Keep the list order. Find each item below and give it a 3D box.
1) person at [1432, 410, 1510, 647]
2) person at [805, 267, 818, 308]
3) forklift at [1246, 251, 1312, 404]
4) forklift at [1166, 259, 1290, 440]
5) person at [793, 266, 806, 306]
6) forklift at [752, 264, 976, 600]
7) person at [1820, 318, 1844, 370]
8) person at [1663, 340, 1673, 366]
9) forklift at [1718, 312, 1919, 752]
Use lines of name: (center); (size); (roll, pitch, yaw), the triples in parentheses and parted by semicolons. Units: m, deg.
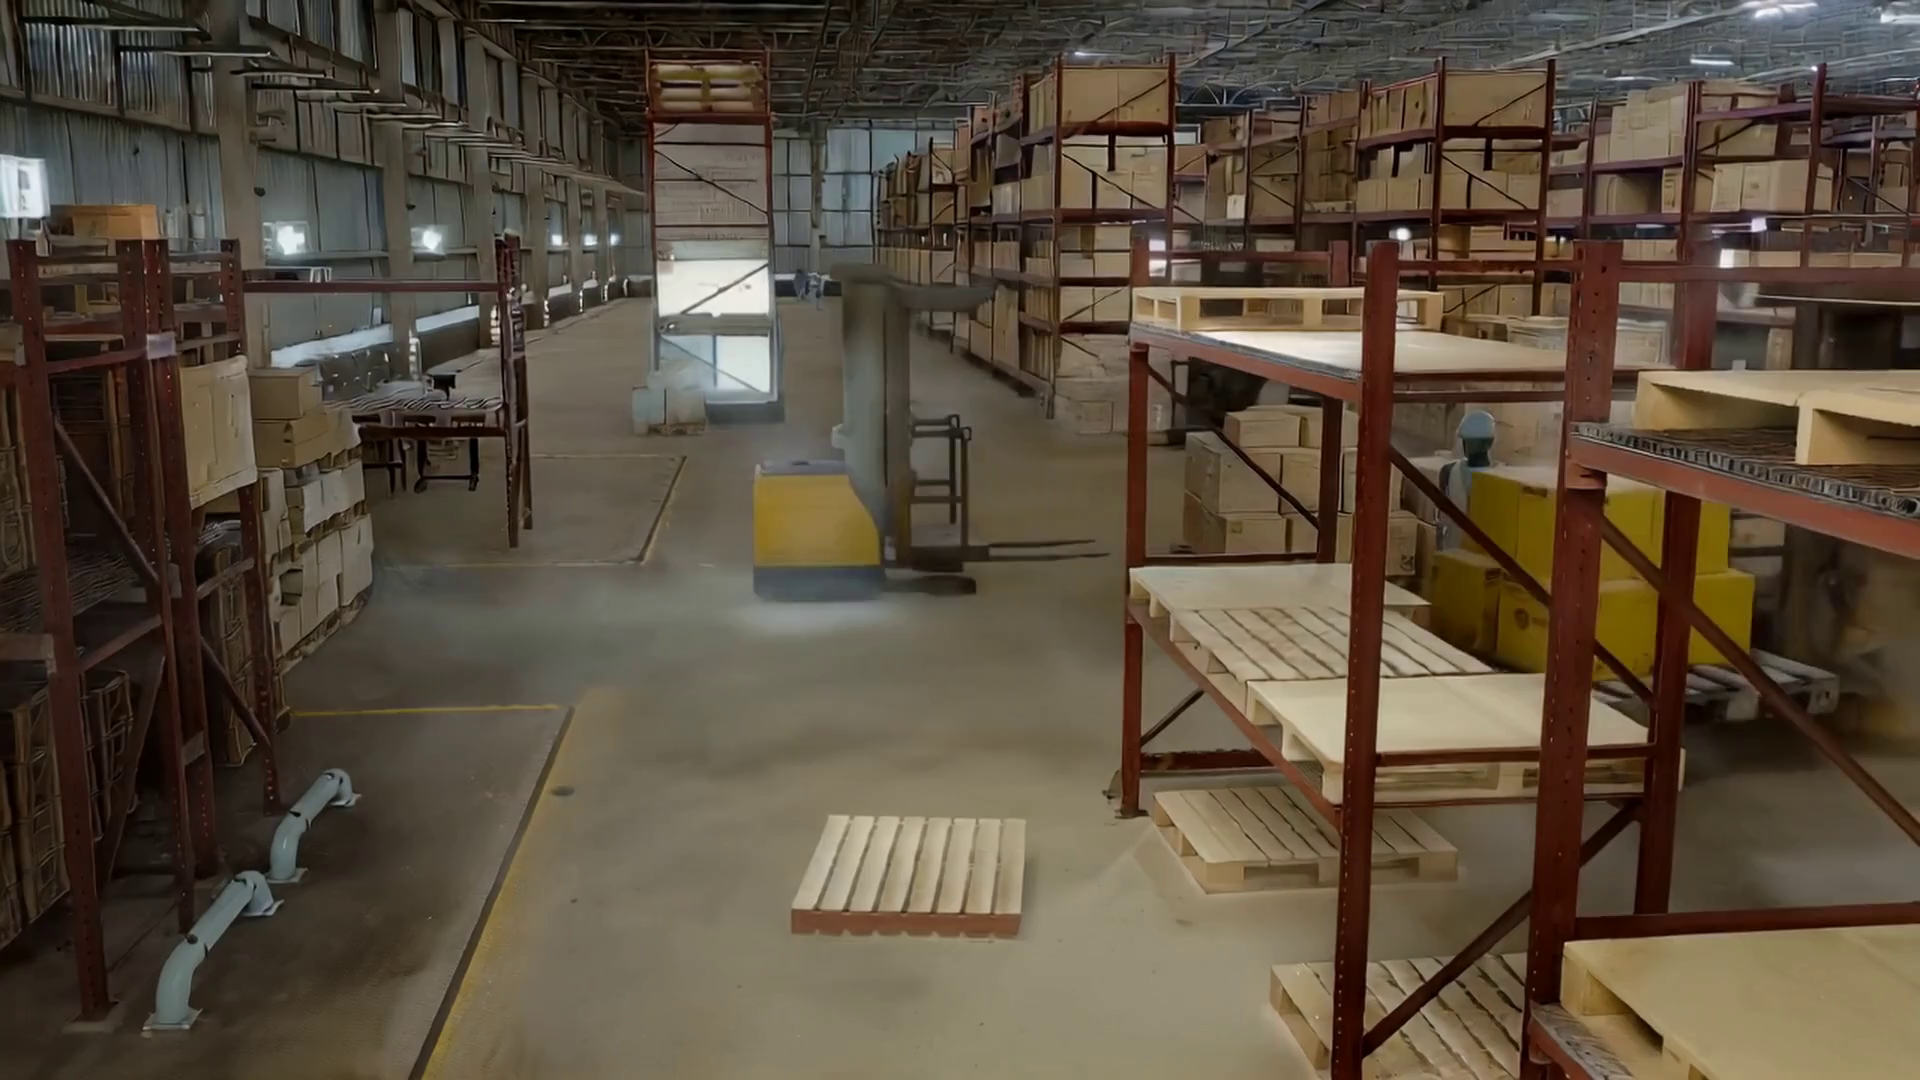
person: (3.353, 0.115, 10.912); (0.550, 1.937, 0.360); (9, 13, 40)
person: (-6.598, -11.248, 74.178); (0.591, 1.826, 0.601); (-3, 11, -16)
forklift: (5.797, -4.000, 31.099); (1.129, 2.768, 1.873); (-1, 10, -6)
forklift: (4.049, -2.842, 24.682); (1.129, 2.768, 1.873); (8, 13, 38)
person: (-7.431, -11.769, 77.020); (0.639, 1.860, 0.993); (-4, 11, -19)
forklift: (-0.853, -0.968, 14.295); (1.873, 2.768, 1.129); (-1, 10, -6)
person: (12.541, -2.250, 24.103); (0.385, 1.911, 0.593); (6, 12, 28)
person: (10.186, -2.124, 24.243); (0.837, 1.603, 0.515); (8, 13, 39)
forklift: (5.829, -0.243, 10.282); (1.873, 2.768, 1.129); (-3, 11, -14)
